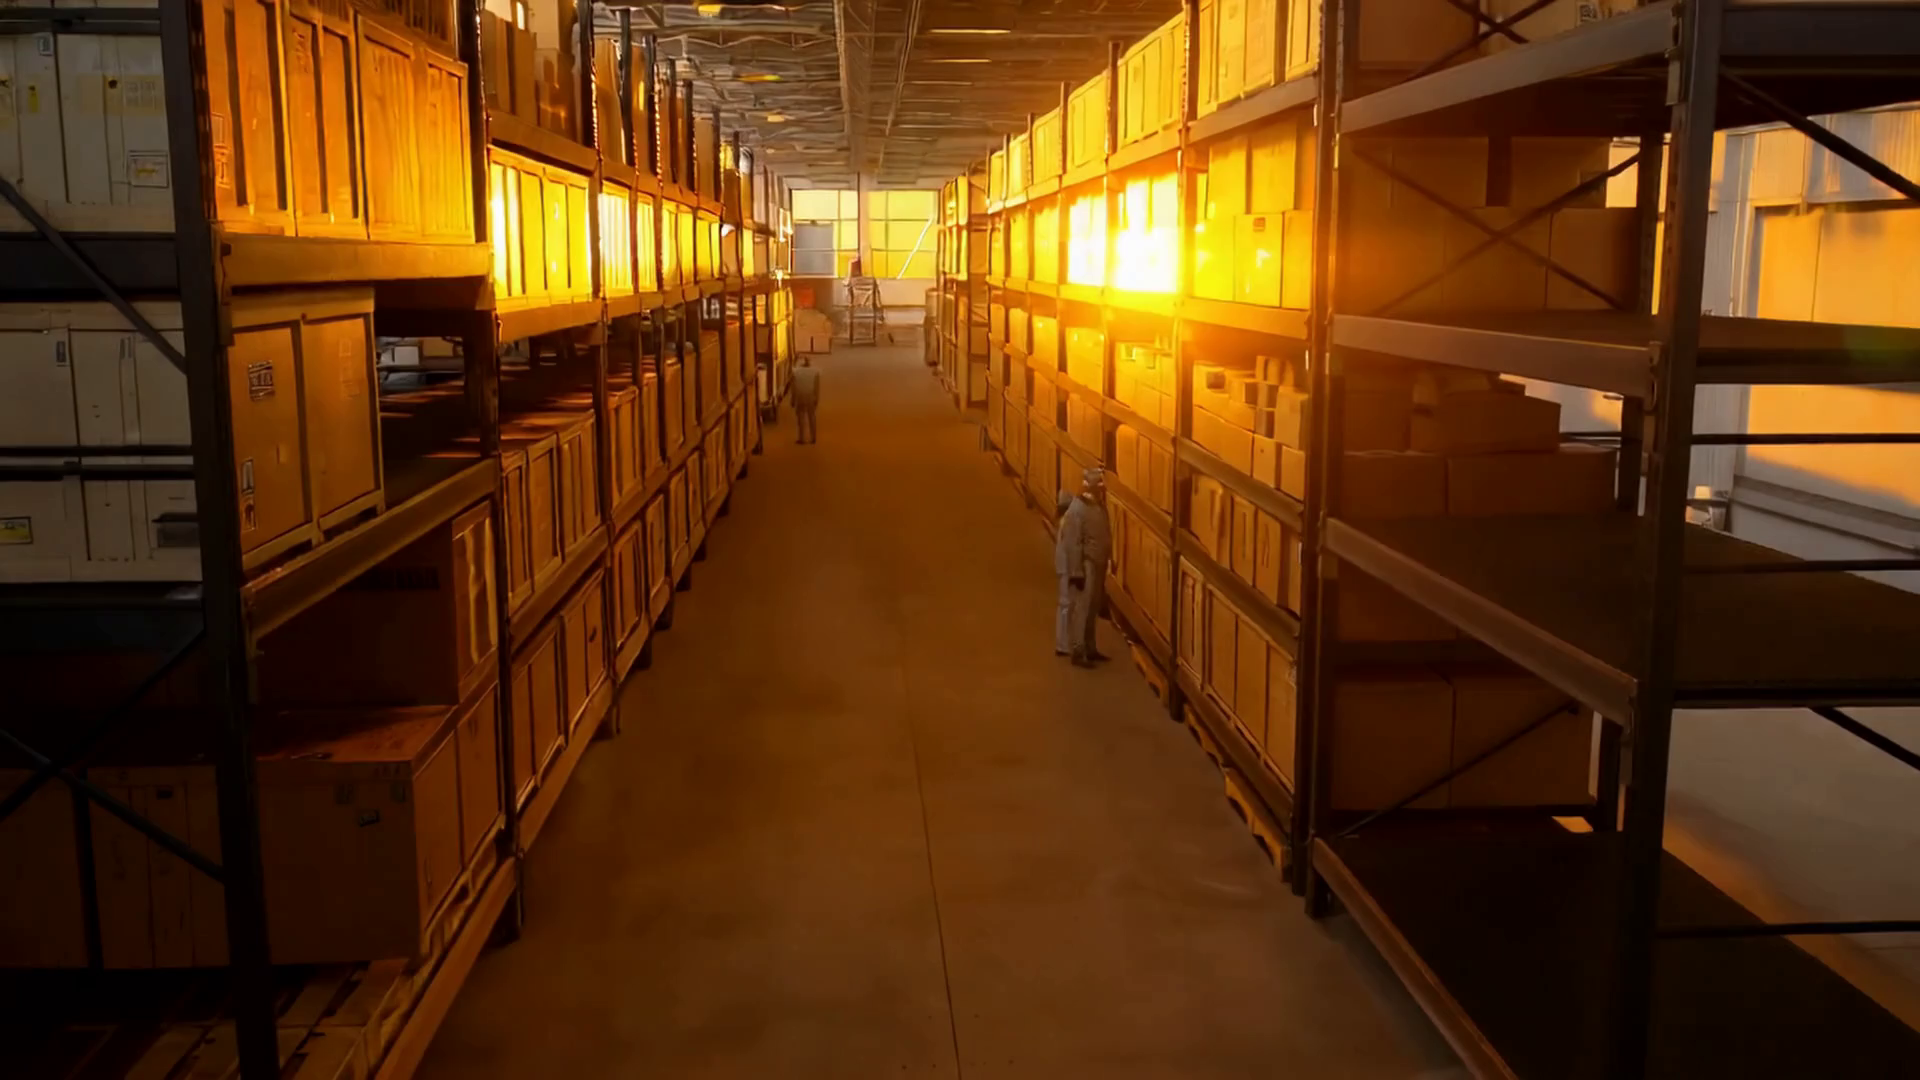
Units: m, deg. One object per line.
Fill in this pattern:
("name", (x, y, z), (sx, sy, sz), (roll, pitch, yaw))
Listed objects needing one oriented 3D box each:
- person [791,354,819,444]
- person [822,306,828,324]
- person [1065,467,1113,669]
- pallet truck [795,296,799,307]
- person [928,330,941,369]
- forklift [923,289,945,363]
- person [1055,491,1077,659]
("person", (-3.291, -2.987, 35.209), (0.638, 1.910, 0.407), (-6, 11, -33))
("person", (-6.576, -10.555, 81.093), (0.328, 1.688, 0.531), (-3, 10, -18))
("person", (1.249, 0.253, 15.846), (0.407, 1.913, 0.641), (5, 11, 26))
("pallet truck", (-8.622, -12.439, 91.403), (1.885, 1.965, 0.823), (2, 10, 13))
("person", (-0.715, -7.057, 59.601), (1.010, 1.879, 0.565), (4, 10, 22))
("forklift", (-0.831, -8.178, 63.318), (1.129, 2.768, 1.873), (-1, 10, -3))
("person", (1.079, 0.334, 16.220), (0.324, 1.631, 0.540), (1, 10, 8))
